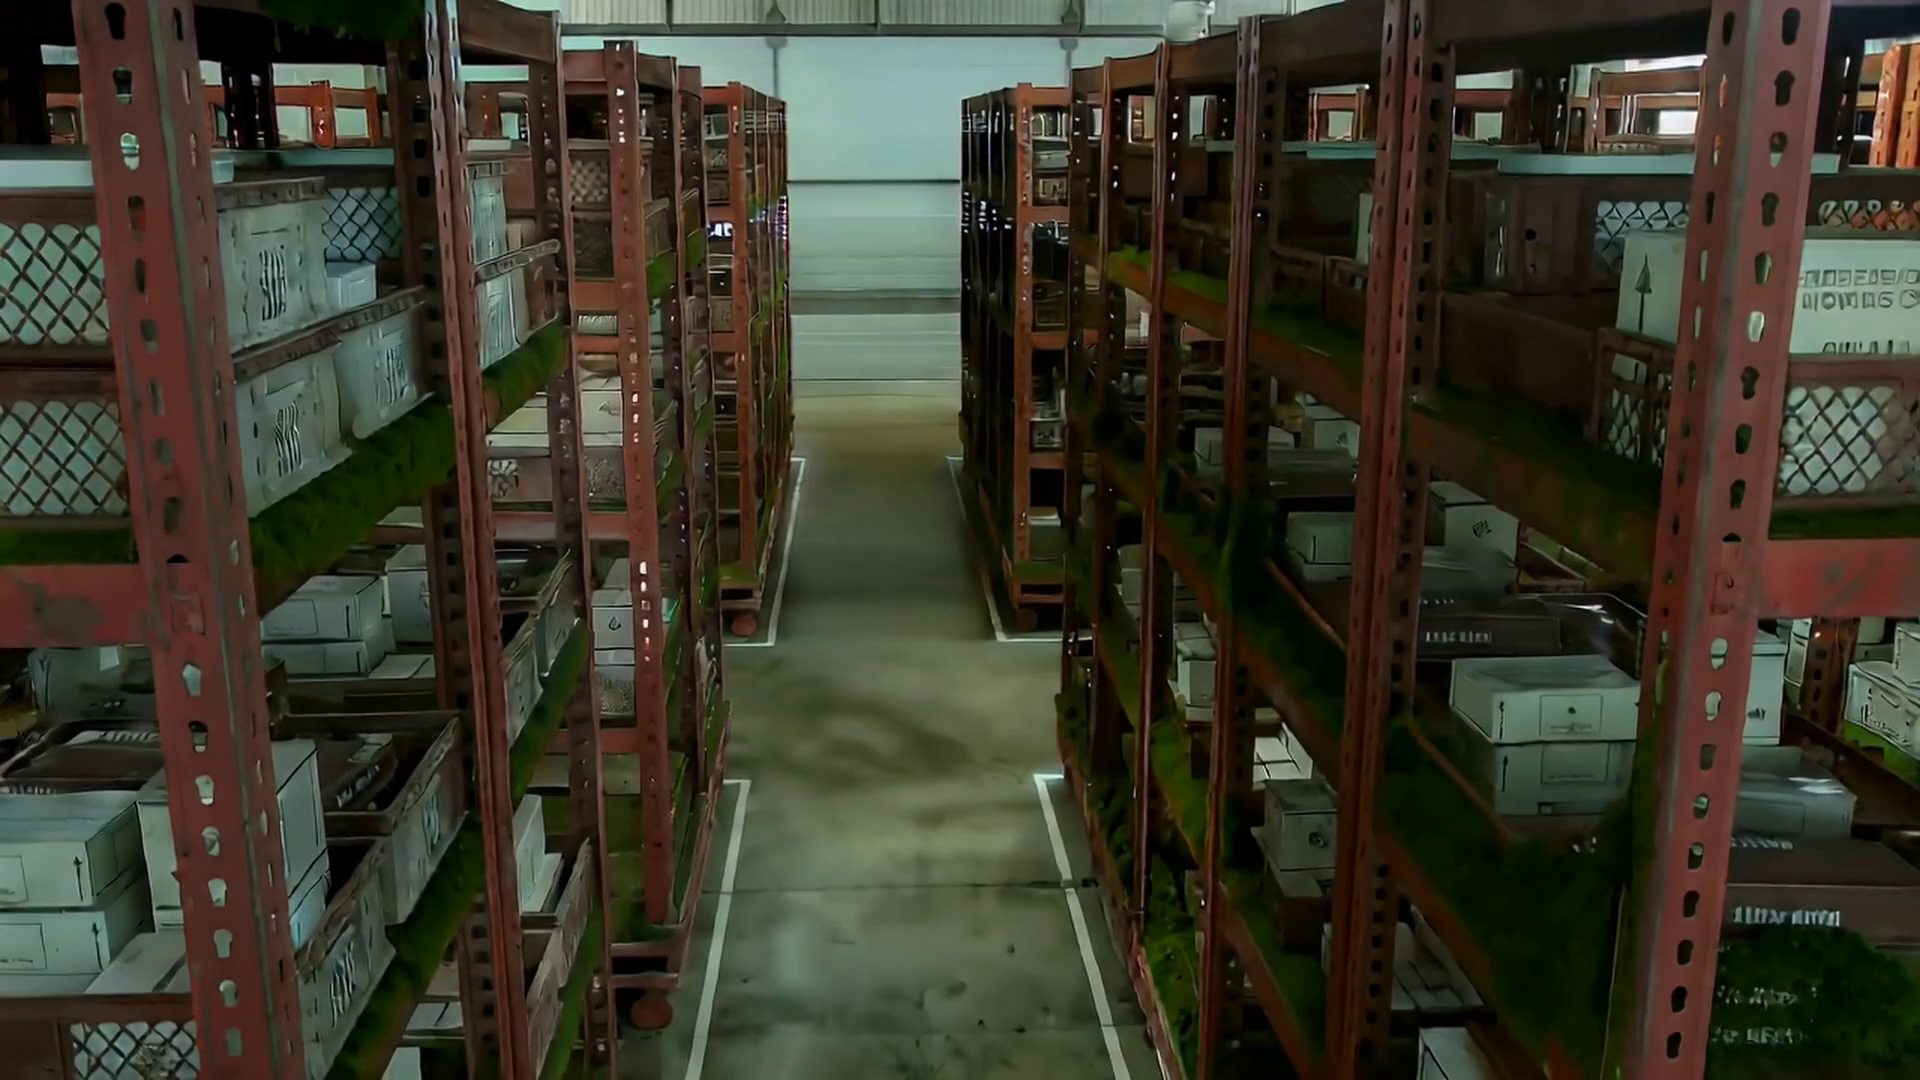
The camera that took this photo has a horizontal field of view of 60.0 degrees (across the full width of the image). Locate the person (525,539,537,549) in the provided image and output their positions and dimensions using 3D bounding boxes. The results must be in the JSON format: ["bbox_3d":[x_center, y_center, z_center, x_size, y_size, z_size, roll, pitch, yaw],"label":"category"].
[{"bbox_3d":[-2.665,-0.200,10.476,0.415,1.985,0.611,-1,14,-4],"label":"person"}]
